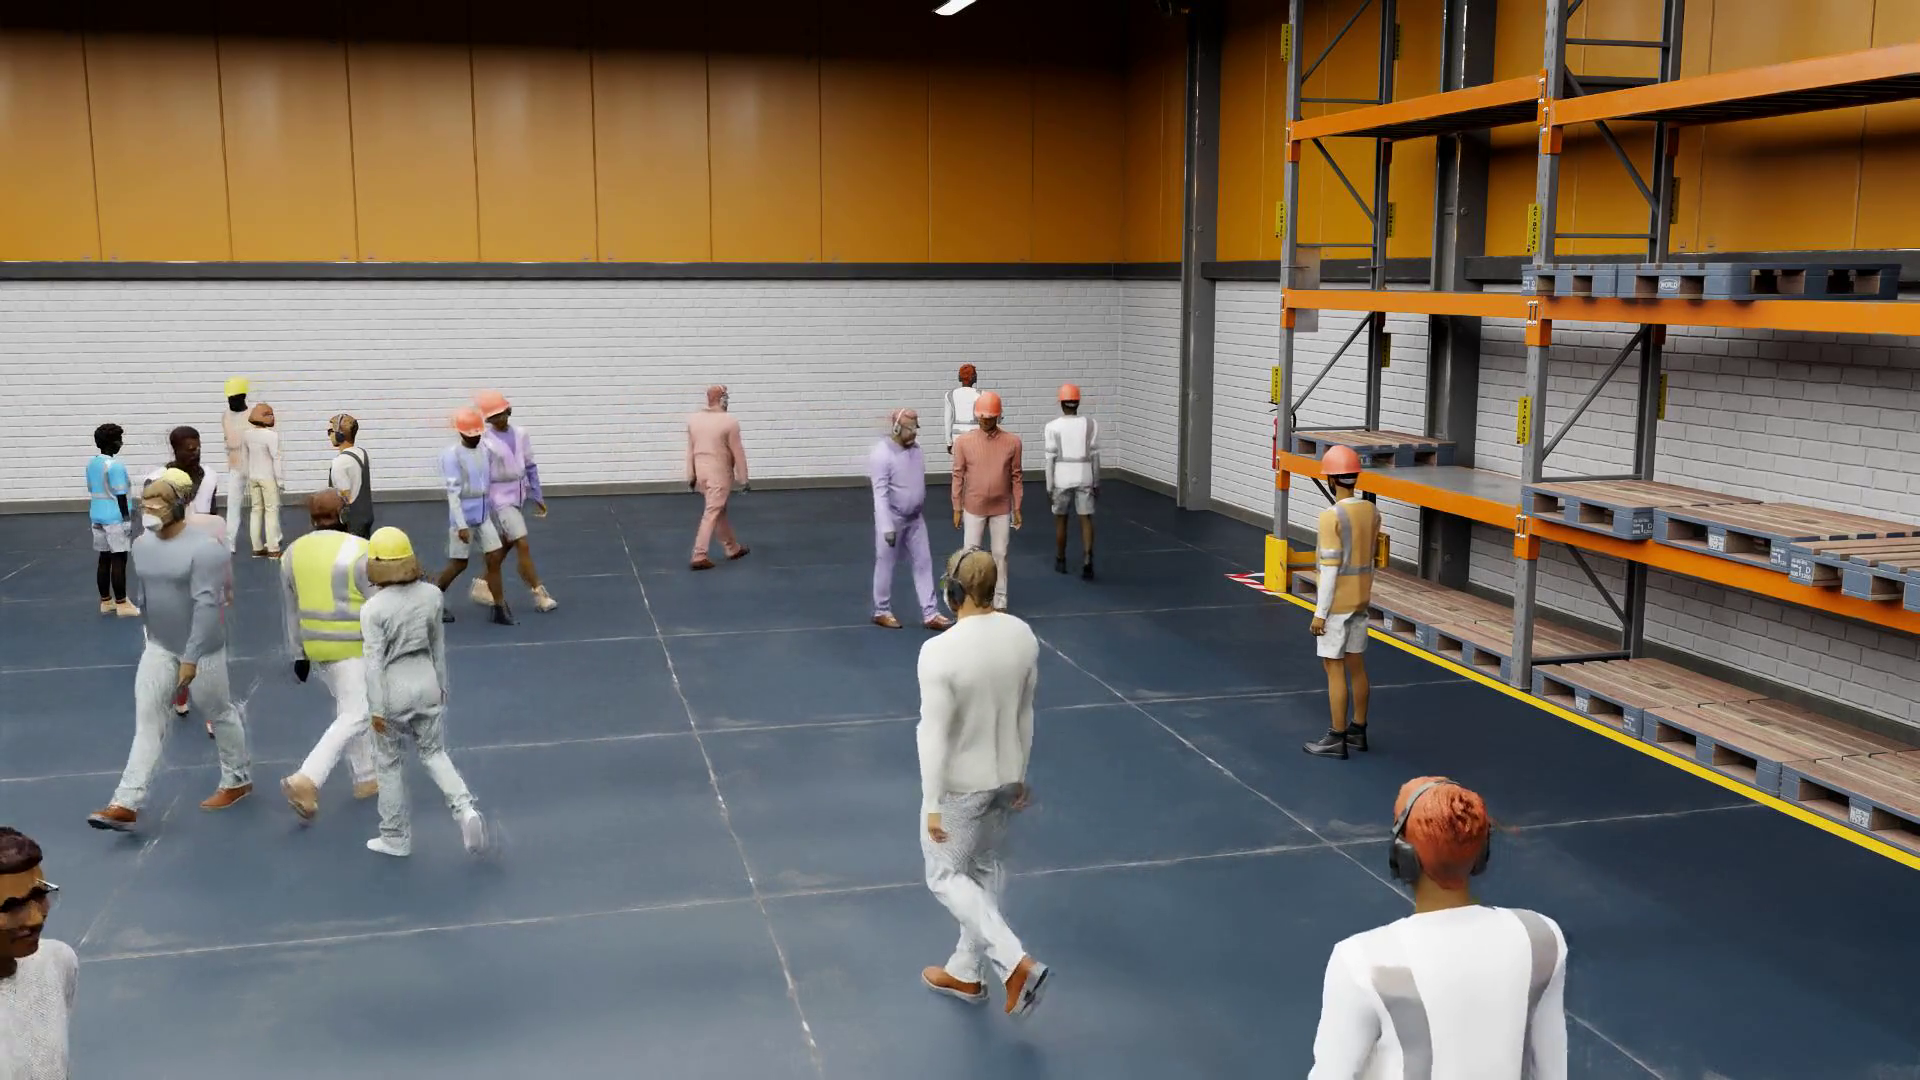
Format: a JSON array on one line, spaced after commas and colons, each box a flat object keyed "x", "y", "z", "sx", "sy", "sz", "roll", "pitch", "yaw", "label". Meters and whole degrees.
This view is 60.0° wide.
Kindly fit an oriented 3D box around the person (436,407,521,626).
[{"x": -4.201, "y": -0.193, "z": 14.070, "sx": 0.862, "sy": 1.896, "sz": 0.549, "roll": 4, "pitch": 10, "yaw": 25, "label": "person"}]

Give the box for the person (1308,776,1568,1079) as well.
[{"x": 1.037, "y": 1.439, "z": 3.869, "sx": 0.605, "sy": 1.865, "sz": 0.645, "roll": -3, "pitch": 10, "yaw": -17, "label": "person"}]

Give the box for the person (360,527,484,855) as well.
[{"x": -2.760, "y": 0.785, "z": 8.407, "sx": 0.660, "sy": 1.719, "sz": 0.492, "roll": 7, "pitch": 11, "yaw": 37, "label": "person"}]

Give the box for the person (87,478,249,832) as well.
[{"x": -4.246, "y": 0.621, "z": 8.900, "sx": 0.627, "sy": 1.886, "sz": 1.027, "roll": 3, "pitch": 10, "yaw": 17, "label": "person"}]

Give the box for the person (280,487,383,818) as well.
[{"x": -3.471, "y": 0.614, "z": 9.214, "sx": 0.627, "sy": 1.811, "sz": 0.815, "roll": 4, "pitch": 10, "yaw": 25, "label": "person"}]

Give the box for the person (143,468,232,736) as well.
[{"x": -5.048, "y": 0.384, "z": 10.911, "sx": 0.538, "sy": 1.719, "sz": 0.923, "roll": -6, "pitch": 11, "yaw": -32, "label": "person"}]

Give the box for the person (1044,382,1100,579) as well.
[{"x": 1.103, "y": -0.575, "z": 16.340, "sx": 0.559, "sy": 1.955, "sz": 0.572, "roll": 0, "pitch": 9, "yaw": -2, "label": "person"}]

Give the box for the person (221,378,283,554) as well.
[{"x": -7.649, "y": -0.801, "z": 17.854, "sx": 0.606, "sy": 1.883, "sz": 0.992, "roll": 2, "pitch": 9, "yaw": 14, "label": "person"}]

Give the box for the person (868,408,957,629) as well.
[{"x": -0.416, "y": -0.153, "z": 13.798, "sx": 0.877, "sy": 1.865, "sz": 0.677, "roll": 8, "pitch": 12, "yaw": 40, "label": "person"}]

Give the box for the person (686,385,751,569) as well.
[{"x": -2.459, "y": -0.653, "z": 16.995, "sx": 0.673, "sy": 1.851, "sz": 1.012, "roll": 7, "pitch": 11, "yaw": 36, "label": "person"}]

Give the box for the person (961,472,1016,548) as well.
[{"x": 0.253, "y": -0.237, "z": 15.090, "sx": 0.511, "sy": 1.625, "sz": 0.285, "roll": 0, "pitch": 9, "yaw": 0, "label": "person"}]

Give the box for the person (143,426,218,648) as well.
[{"x": -5.849, "y": 0.075, "z": 12.389, "sx": 0.817, "sy": 1.891, "sz": 0.594, "roll": 4, "pitch": 10, "yaw": 24, "label": "person"}]

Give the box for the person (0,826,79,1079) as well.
[{"x": -2.015, "y": 1.511, "z": 3.586, "sx": 0.980, "sy": 1.820, "sz": 0.518, "roll": 4, "pitch": 10, "yaw": 23, "label": "person"}]

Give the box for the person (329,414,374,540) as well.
[{"x": -4.993, "y": -0.112, "z": 13.628, "sx": 0.346, "sy": 1.846, "sz": 0.505, "roll": 1, "pitch": 9, "yaw": 5, "label": "person"}]

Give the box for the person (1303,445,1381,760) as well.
[{"x": 2.342, "y": 0.381, "z": 10.273, "sx": 0.551, "sy": 1.933, "sz": 0.366, "roll": -9, "pitch": 13, "yaw": -43, "label": "person"}]

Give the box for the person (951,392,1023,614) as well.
[{"x": 0.240, "y": -0.269, "z": 14.169, "sx": 0.618, "sy": 1.984, "sz": 0.402, "roll": -1, "pitch": 9, "yaw": -8, "label": "person"}]

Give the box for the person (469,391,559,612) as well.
[{"x": -4.014, "y": -0.347, "z": 14.695, "sx": 0.946, "sy": 1.979, "sz": 0.603, "roll": 4, "pitch": 10, "yaw": 22, "label": "person"}]

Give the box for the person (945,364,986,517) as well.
[{"x": 0.098, "y": -1.200, "z": 20.309, "sx": 0.573, "sy": 1.883, "sz": 0.356, "roll": 3, "pitch": 10, "yaw": 17, "label": "person"}]

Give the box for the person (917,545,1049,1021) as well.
[{"x": 0.104, "y": 0.976, "z": 6.612, "sx": 0.633, "sy": 1.921, "sz": 0.690, "roll": -9, "pitch": 13, "yaw": -44, "label": "person"}]

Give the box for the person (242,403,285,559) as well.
[{"x": -7.290, "y": -0.618, "z": 17.449, "sx": 0.507, "sy": 1.631, "sz": 0.271, "roll": 4, "pitch": 10, "yaw": 26, "label": "person"}]

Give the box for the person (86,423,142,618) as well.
[{"x": -7.366, "y": -0.169, "z": 14.462, "sx": 0.533, "sy": 1.693, "sz": 0.319, "roll": 7, "pitch": 11, "yaw": 36, "label": "person"}]
